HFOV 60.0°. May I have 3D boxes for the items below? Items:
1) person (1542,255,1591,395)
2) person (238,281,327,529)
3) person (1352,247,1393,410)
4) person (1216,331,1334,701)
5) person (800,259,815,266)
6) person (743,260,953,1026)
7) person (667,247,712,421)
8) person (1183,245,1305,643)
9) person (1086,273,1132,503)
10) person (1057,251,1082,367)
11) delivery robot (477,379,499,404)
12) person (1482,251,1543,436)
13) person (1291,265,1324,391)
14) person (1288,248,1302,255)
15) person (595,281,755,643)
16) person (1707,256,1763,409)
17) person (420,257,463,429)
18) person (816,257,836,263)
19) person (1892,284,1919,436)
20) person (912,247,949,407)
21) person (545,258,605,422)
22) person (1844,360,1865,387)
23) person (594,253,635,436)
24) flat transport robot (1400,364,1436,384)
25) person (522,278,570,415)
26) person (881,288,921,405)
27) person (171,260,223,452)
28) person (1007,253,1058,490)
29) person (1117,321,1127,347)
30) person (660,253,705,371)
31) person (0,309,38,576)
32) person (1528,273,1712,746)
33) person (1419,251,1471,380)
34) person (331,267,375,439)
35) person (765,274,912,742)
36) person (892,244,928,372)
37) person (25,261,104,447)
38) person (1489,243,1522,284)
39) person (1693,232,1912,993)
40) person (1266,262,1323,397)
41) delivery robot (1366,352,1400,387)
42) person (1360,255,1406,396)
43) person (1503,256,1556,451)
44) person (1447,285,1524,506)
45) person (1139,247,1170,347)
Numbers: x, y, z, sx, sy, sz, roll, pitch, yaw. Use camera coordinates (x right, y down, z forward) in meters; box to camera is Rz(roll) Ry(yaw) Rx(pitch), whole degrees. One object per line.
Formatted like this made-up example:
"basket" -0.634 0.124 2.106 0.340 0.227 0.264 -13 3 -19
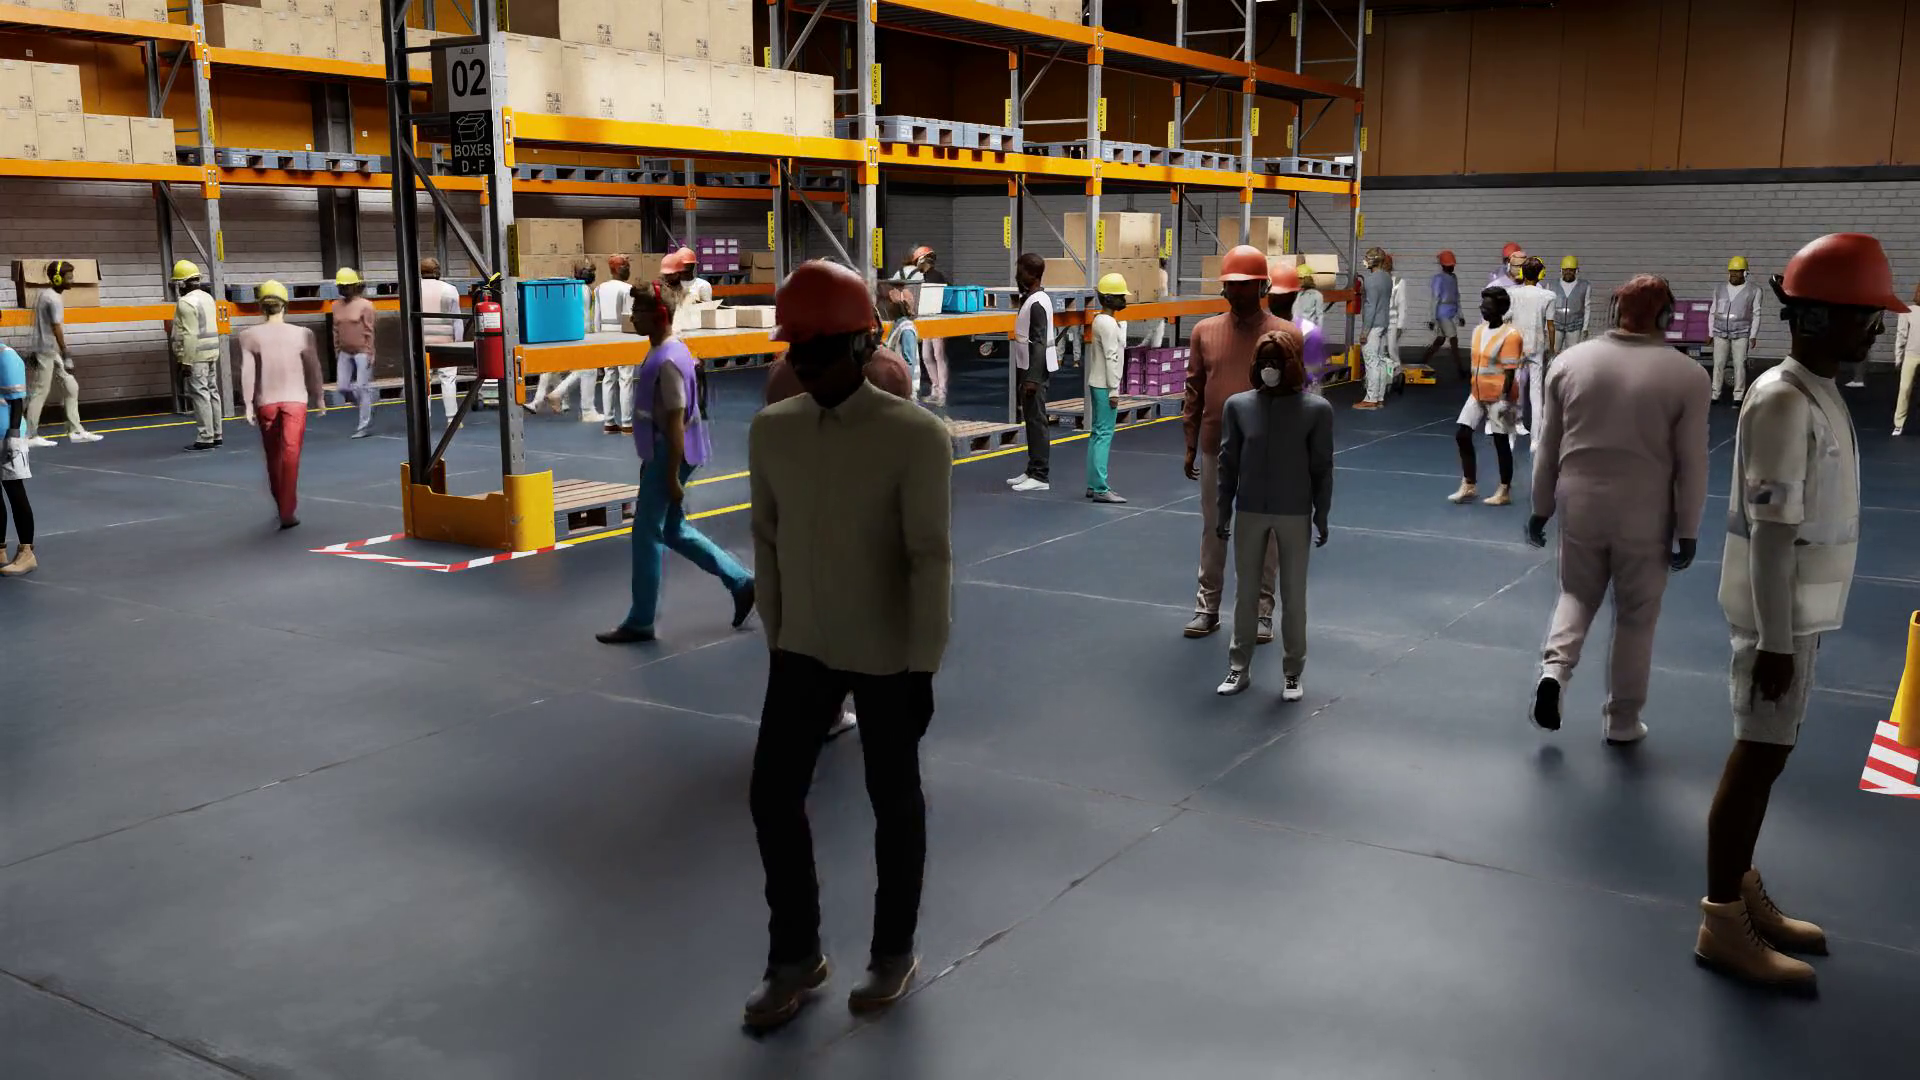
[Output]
"person" 7.897 -2.793 21.691 0.600 1.827 0.404 4 11 21
"person" -4.834 -0.979 11.928 0.531 1.729 0.869 -1 10 -6
"person" 4.953 -2.529 19.921 0.362 1.939 0.635 7 12 33
"person" 1.378 -0.104 7.333 0.507 1.632 0.264 4 11 22
"person" -1.423 -1.799 16.168 0.525 1.847 0.373 7 12 35
"person" -0.306 0.290 4.234 0.621 1.966 0.682 4 11 22
"person" -3.043 -2.293 18.620 0.552 1.937 0.356 2 10 8
"person" 1.417 -0.477 8.404 0.612 1.995 0.382 4 11 23
"person" 1.159 -1.173 12.892 0.322 1.767 0.533 -1 10 -5
"person" 1.748 -3.718 26.516 0.630 1.940 0.372 3 11 17
"delivery robot" -5.582 -1.875 19.880 0.477 0.478 0.707 -2 10 -11
"person" 5.737 -2.028 17.249 0.651 1.904 0.401 -1 10 -5
"person" 4.099 -2.449 20.086 0.485 1.721 0.670 8 13 38
"person" 5.232 -3.567 25.757 0.767 1.917 0.637 -8 13 -38
"person" -1.433 -0.388 8.386 0.790 1.823 0.572 -2 10 -9
"person" 9.282 -2.488 19.988 0.588 1.835 0.403 9 14 41
"person" -5.604 -2.080 17.713 0.627 1.840 0.429 -1 10 -7
"person" -1.305 -1.776 15.966 0.327 1.865 0.517 4 11 22
"person" 9.896 -1.861 17.107 0.502 1.624 0.280 5 11 25
"person" -0.315 -2.603 20.352 0.389 1.946 0.752 -4 11 -21
"person" -4.279 -2.216 18.520 0.583 1.820 0.655 -5 11 -26
"person" 12.254 -3.077 23.123 0.594 1.886 0.945 -4 11 -19
"person" -3.537 -2.022 17.270 0.583 1.882 0.337 7 12 34
"flat transport robot" 6.373 -2.385 23.750 0.652 0.197 1.431 2 10 9
"person" -4.804 -2.229 19.236 0.559 1.580 0.902 6 12 29
"person" -0.469 -1.195 13.363 0.308 1.641 0.514 -3 11 -15
"person" -7.315 -1.752 15.925 0.404 1.829 0.591 0 10 -2
"person" 0.598 -1.364 13.524 0.392 1.921 0.593 -1 10 -4
"person" 2.548 -3.880 27.683 0.630 1.842 0.429 -1 10 -5
"person" -2.800 -1.920 16.686 0.554 1.904 0.900 2 10 11
"person" -5.858 -0.629 10.069 0.533 1.697 0.319 5 11 25
"person" 2.592 -0.103 6.609 0.685 1.890 0.554 8 13 39
"person" 7.095 -3.278 24.263 0.951 1.871 0.543 6 12 31
"person" -6.186 -1.912 17.037 0.520 1.749 0.477 3 11 15
"person" -0.435 -0.139 6.808 0.680 1.885 0.617 4 11 20
"person" -0.619 -2.960 22.034 0.676 2.000 1.107 7 13 35
"person" -8.866 -1.826 16.356 0.833 1.812 0.525 -6 12 -29
"person" 7.353 -2.967 22.214 0.609 2.000 1.044 4 11 23
"person" 2.296 0.195 4.550 0.395 2.038 0.615 7 12 33
"person" 1.962 -0.781 10.395 0.553 1.897 0.959 9 13 40
"delivery robot" 5.523 -2.205 21.704 0.477 0.478 0.707 4 11 22
"person" 5.601 -2.830 21.893 0.593 1.836 0.980 7 13 35
"person" 5.450 -1.785 16.000 0.536 1.867 0.312 4 11 20
"person" 3.970 -1.077 12.602 0.607 1.675 0.553 -4 11 -22
"person" 3.046 -3.613 26.017 0.523 1.911 0.600 -4 11 -21
